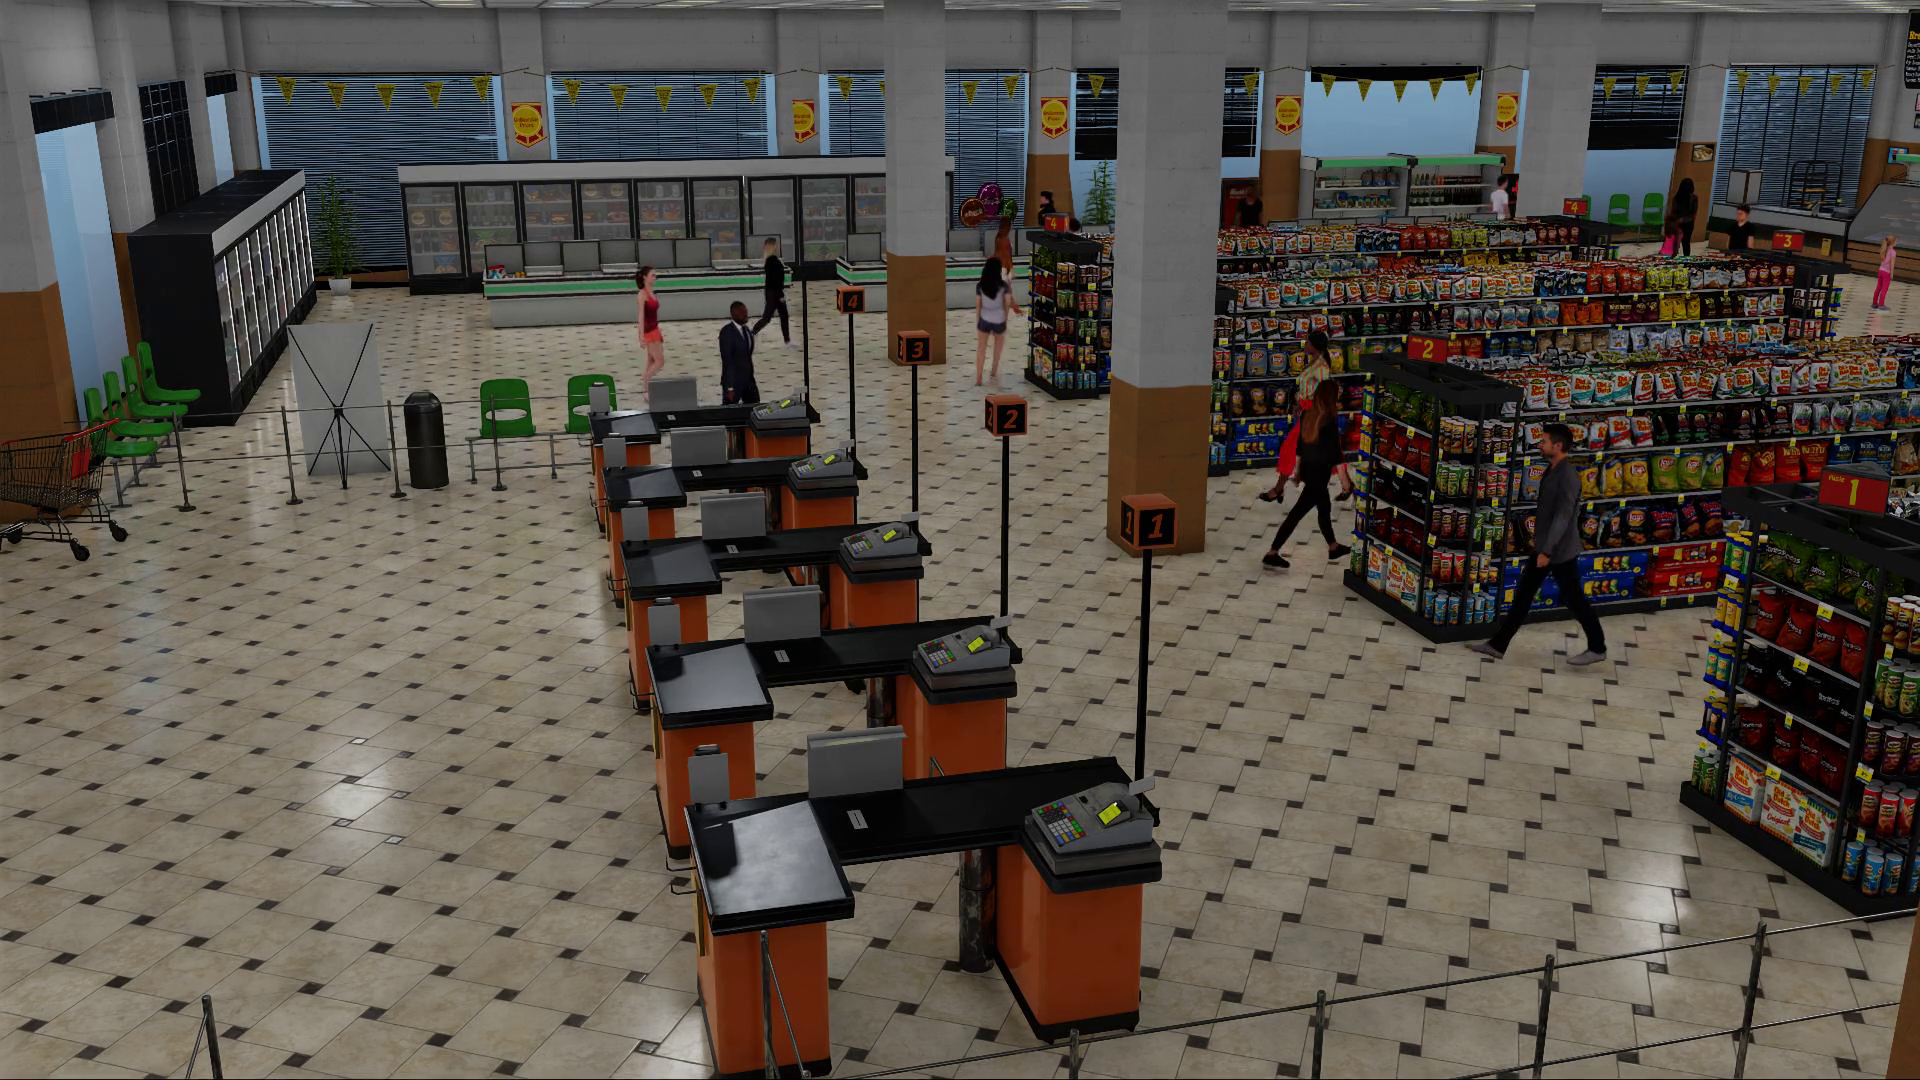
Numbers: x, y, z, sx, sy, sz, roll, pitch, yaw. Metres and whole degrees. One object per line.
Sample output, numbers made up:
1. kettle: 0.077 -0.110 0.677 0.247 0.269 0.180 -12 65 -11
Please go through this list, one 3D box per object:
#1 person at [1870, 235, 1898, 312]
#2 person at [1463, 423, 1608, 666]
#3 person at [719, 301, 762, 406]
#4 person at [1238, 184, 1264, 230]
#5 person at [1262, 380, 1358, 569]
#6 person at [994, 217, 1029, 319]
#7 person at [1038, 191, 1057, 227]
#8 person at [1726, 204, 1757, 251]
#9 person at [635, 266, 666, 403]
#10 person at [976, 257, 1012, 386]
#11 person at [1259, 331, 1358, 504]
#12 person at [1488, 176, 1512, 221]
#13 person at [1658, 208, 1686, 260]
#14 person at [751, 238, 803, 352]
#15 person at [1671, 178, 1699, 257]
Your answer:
1. person: 15.831 -4.578 28.453 0.518 1.269 0.505 -2 17 -5
2. person: 4.437 0.093 12.138 1.341 1.811 0.977 0 17 1
3. person: -2.473 -1.678 17.993 1.281 1.797 1.204 9 19 28
4. person: 5.644 -5.978 32.171 0.975 1.787 1.020 7 18 22
5. person: 2.992 -0.520 14.420 1.220 1.656 0.660 -7 18 -21
6. person: 0.587 -4.379 27.086 1.044 1.682 0.675 -4 17 -12
7. person: 1.740 -5.877 32.047 0.650 1.666 0.716 -5 18 -16
8. person: 13.027 -4.655 27.708 0.731 1.849 0.746 -11 20 -33
9. person: -4.021 -2.608 21.149 0.713 1.742 0.673 2 17 6
10. person: 0.452 -2.902 22.249 0.787 1.667 0.823 0 17 -1
11. person: 3.574 -1.152 16.362 1.270 1.739 0.900 2 17 5
12. person: 10.669 -6.306 33.221 1.217 1.805 0.705 -3 17 -11
13. person: 12.028 -4.785 28.454 1.096 1.664 0.609 -6 18 -18
14. person: -2.841 -3.584 24.520 1.134 1.652 0.643 -3 17 -11
15. person: 14.279 -6.218 32.867 0.675 1.842 0.794 3 17 9
